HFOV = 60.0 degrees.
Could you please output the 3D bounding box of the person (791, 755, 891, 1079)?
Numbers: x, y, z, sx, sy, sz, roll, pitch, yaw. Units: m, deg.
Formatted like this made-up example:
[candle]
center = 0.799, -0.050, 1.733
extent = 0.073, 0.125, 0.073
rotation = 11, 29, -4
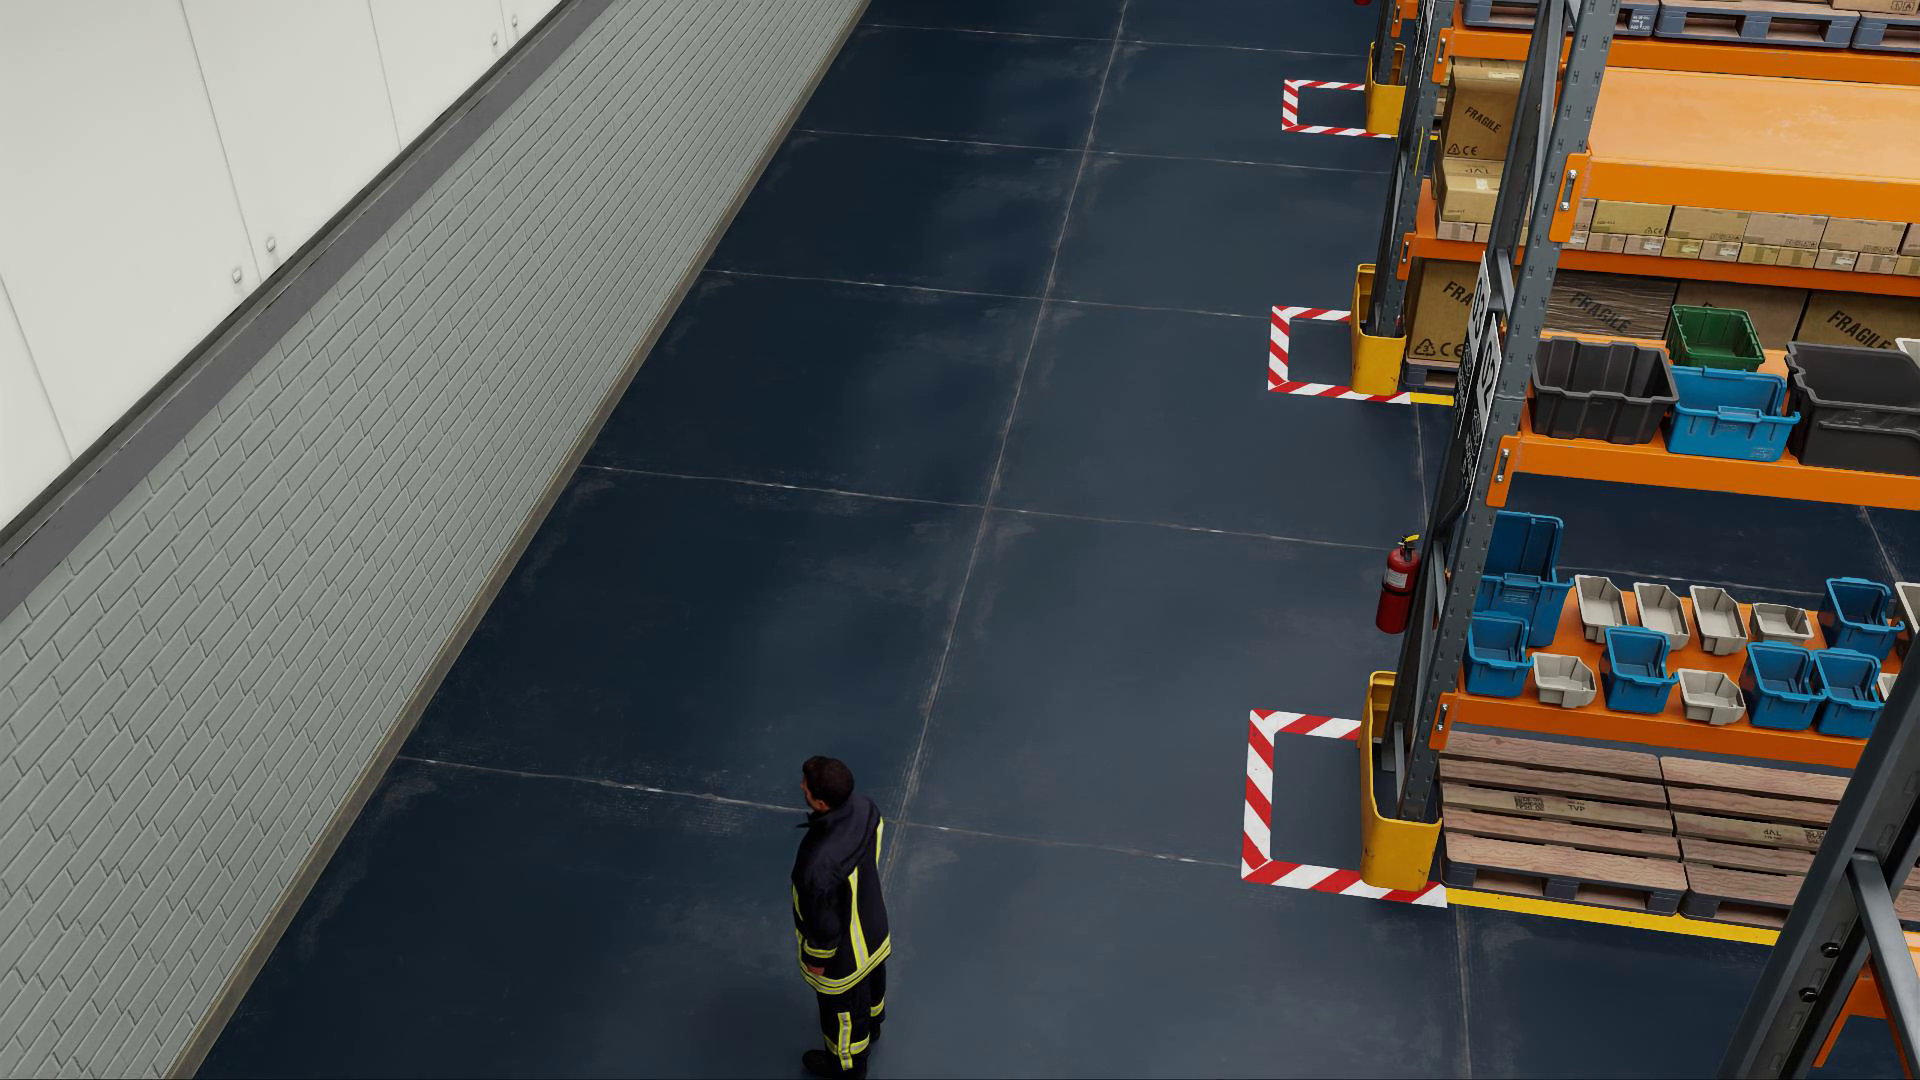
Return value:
[person]
center = -0.523, 1.690, 7.423
extent = 0.708, 1.928, 0.822
rotation = 11, 39, 15
